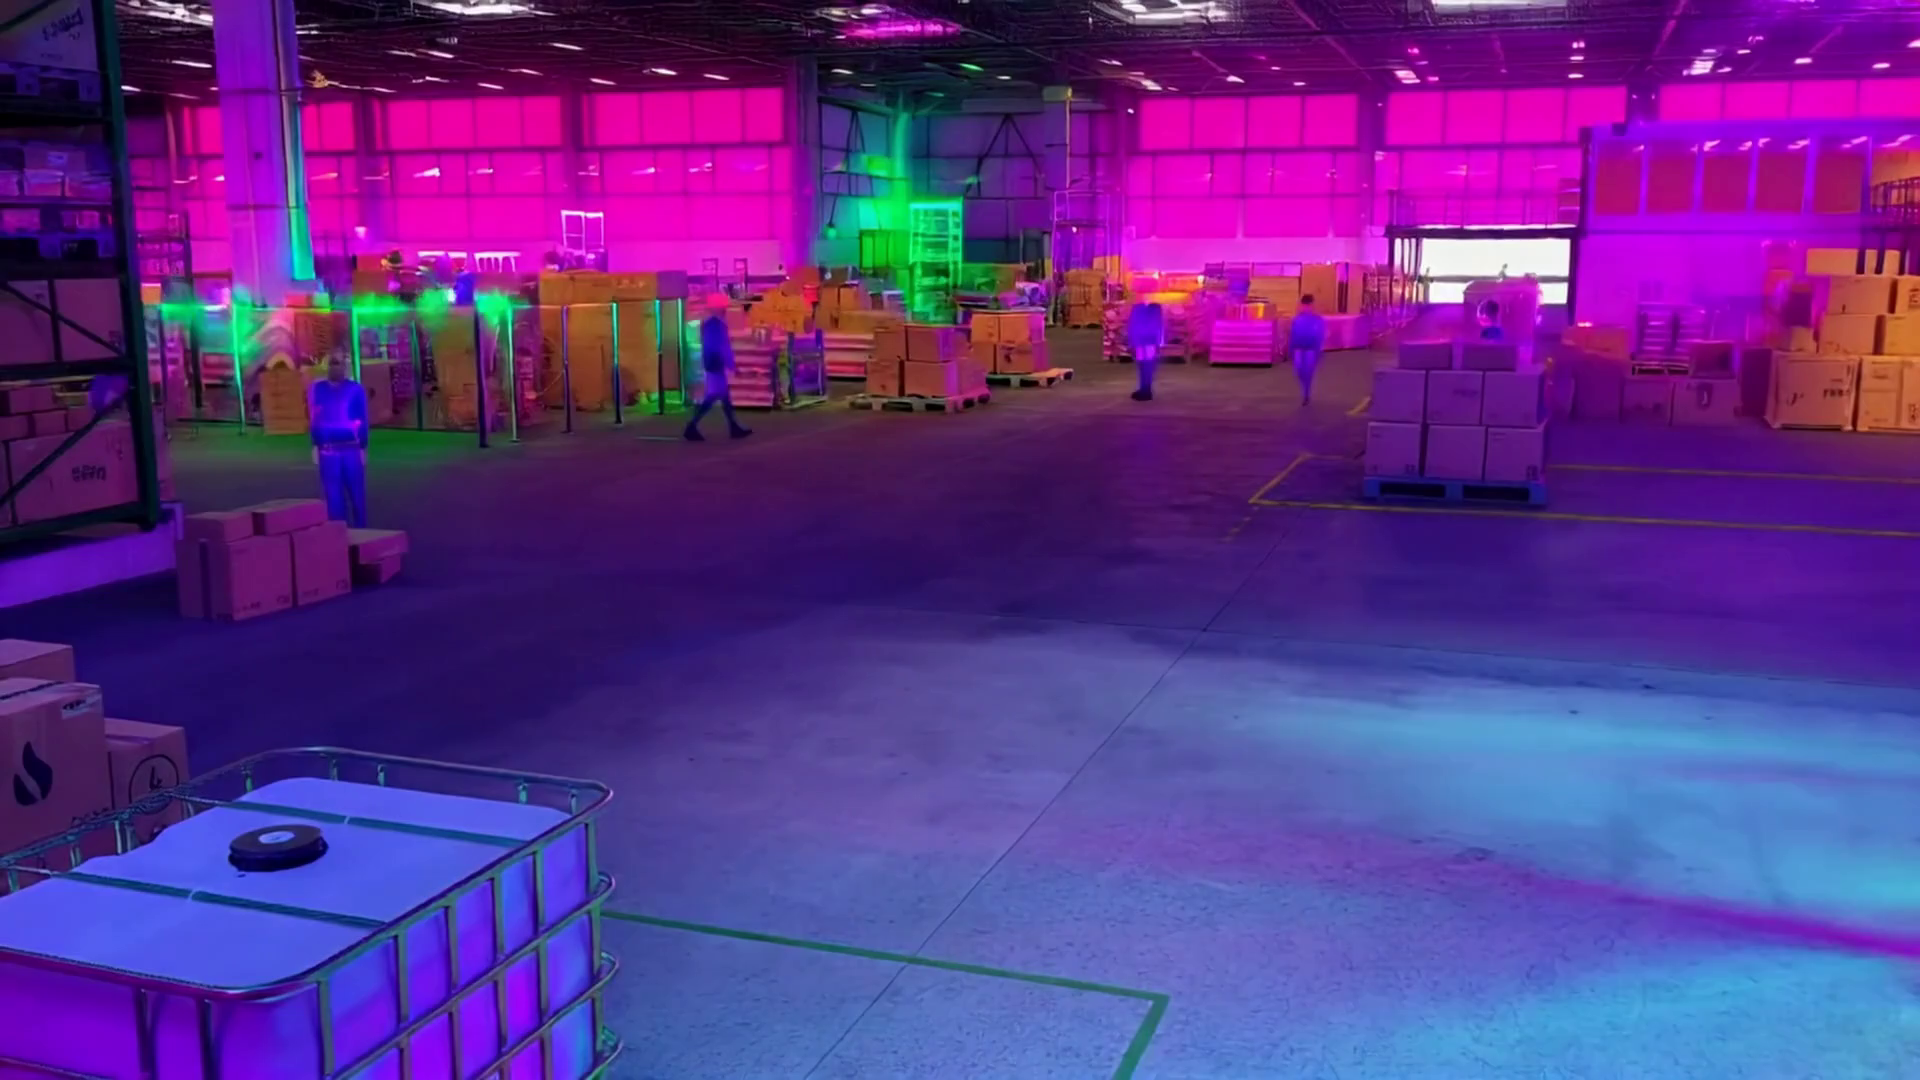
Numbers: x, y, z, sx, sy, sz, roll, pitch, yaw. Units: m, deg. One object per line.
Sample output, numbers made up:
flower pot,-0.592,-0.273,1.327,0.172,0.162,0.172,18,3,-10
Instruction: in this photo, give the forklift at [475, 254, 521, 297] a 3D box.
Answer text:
forklift,-17.990,-10.121,64.684,1.157,1.987,2.680,3,11,17

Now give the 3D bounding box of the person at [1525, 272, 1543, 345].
person,12.040,-4.700,35.188,0.686,1.947,0.631,-6,12,-30

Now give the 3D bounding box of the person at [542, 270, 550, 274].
person,-10.208,-5.752,41.252,0.440,1.887,0.709,-4,11,-19

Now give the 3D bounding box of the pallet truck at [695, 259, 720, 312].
pallet truck,-9.165,-9.627,62.776,0.823,1.965,1.885,4,11,23

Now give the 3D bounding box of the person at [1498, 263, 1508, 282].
person,19.318,-8.929,59.281,0.349,1.843,0.506,5,11,24

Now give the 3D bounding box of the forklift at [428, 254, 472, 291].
forklift,-20.133,-10.254,65.465,1.157,1.987,2.680,3,11,19

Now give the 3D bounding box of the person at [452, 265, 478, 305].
person,-12.561,-5.981,42.258,0.632,2.004,0.922,-6,12,-29

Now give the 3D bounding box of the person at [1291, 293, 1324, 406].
person,5.453,-2.989,26.090,0.528,1.753,0.504,5,11,27

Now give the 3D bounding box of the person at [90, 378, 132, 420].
person,-10.745,-2.141,20.924,0.994,1.881,0.554,3,11,18

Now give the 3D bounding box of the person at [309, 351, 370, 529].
person,-5.123,-0.743,13.750,0.523,1.639,0.306,2,10,10

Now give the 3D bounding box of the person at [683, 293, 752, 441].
person,-3.161,-2.215,21.357,0.997,1.895,0.547,-6,12,-29

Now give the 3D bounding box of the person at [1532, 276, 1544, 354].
person,12.538,-4.905,36.591,0.601,1.853,1.026,7,12,36

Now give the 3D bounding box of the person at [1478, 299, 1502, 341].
person,6.157,-1.879,19.500,0.317,1.870,0.531,6,12,31

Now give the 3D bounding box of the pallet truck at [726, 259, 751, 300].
pallet truck,-7.986,-9.493,62.019,0.823,1.965,1.885,3,11,17

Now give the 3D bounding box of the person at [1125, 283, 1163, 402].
person,2.892,-3.149,26.576,0.571,1.892,0.948,6,12,32
